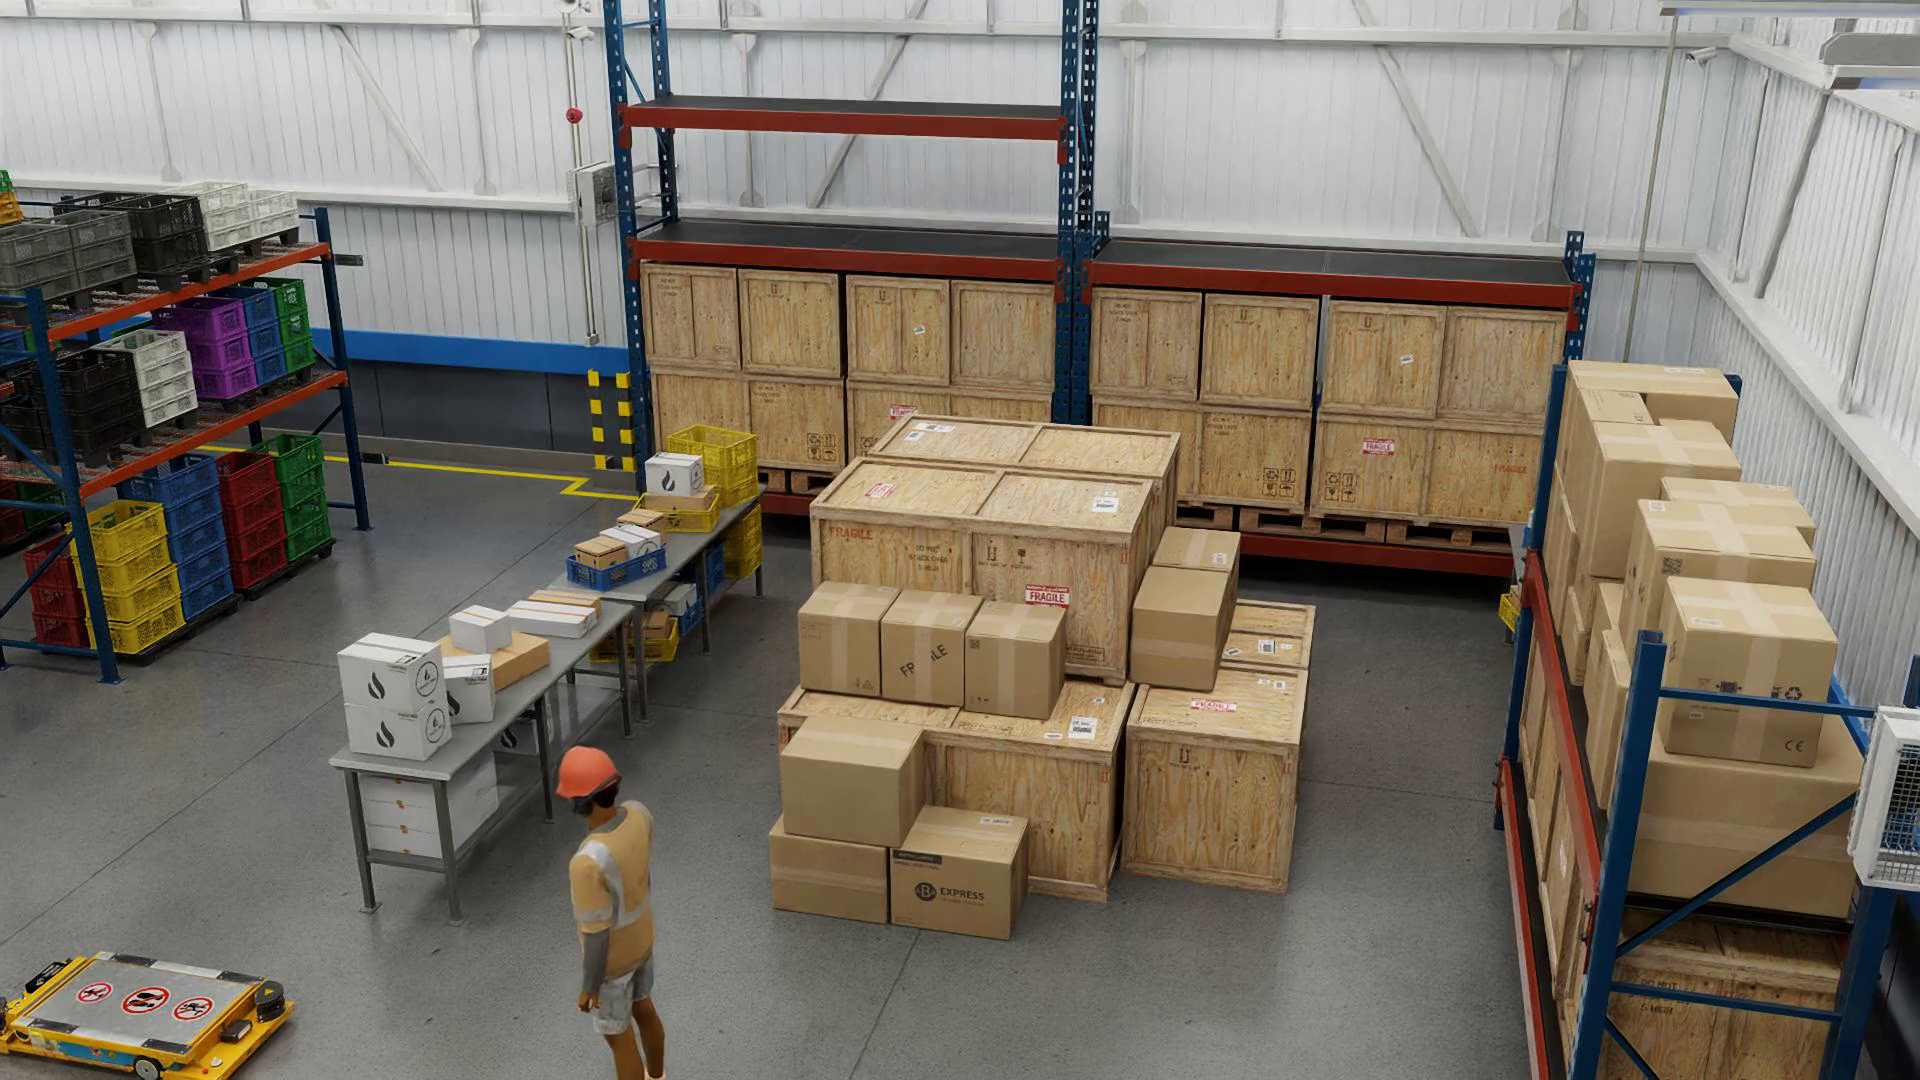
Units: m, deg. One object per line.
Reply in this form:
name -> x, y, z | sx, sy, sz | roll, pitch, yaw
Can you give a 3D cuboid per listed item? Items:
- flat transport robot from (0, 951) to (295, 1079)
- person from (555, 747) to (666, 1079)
flat transport robot -> -4.270, 2.464, 8.601 | 1.431, 0.231, 0.659 | 5, 22, 13
person -> -1.616, 1.878, 7.668 | 0.405, 2.030, 0.608 | 5, 22, 14
